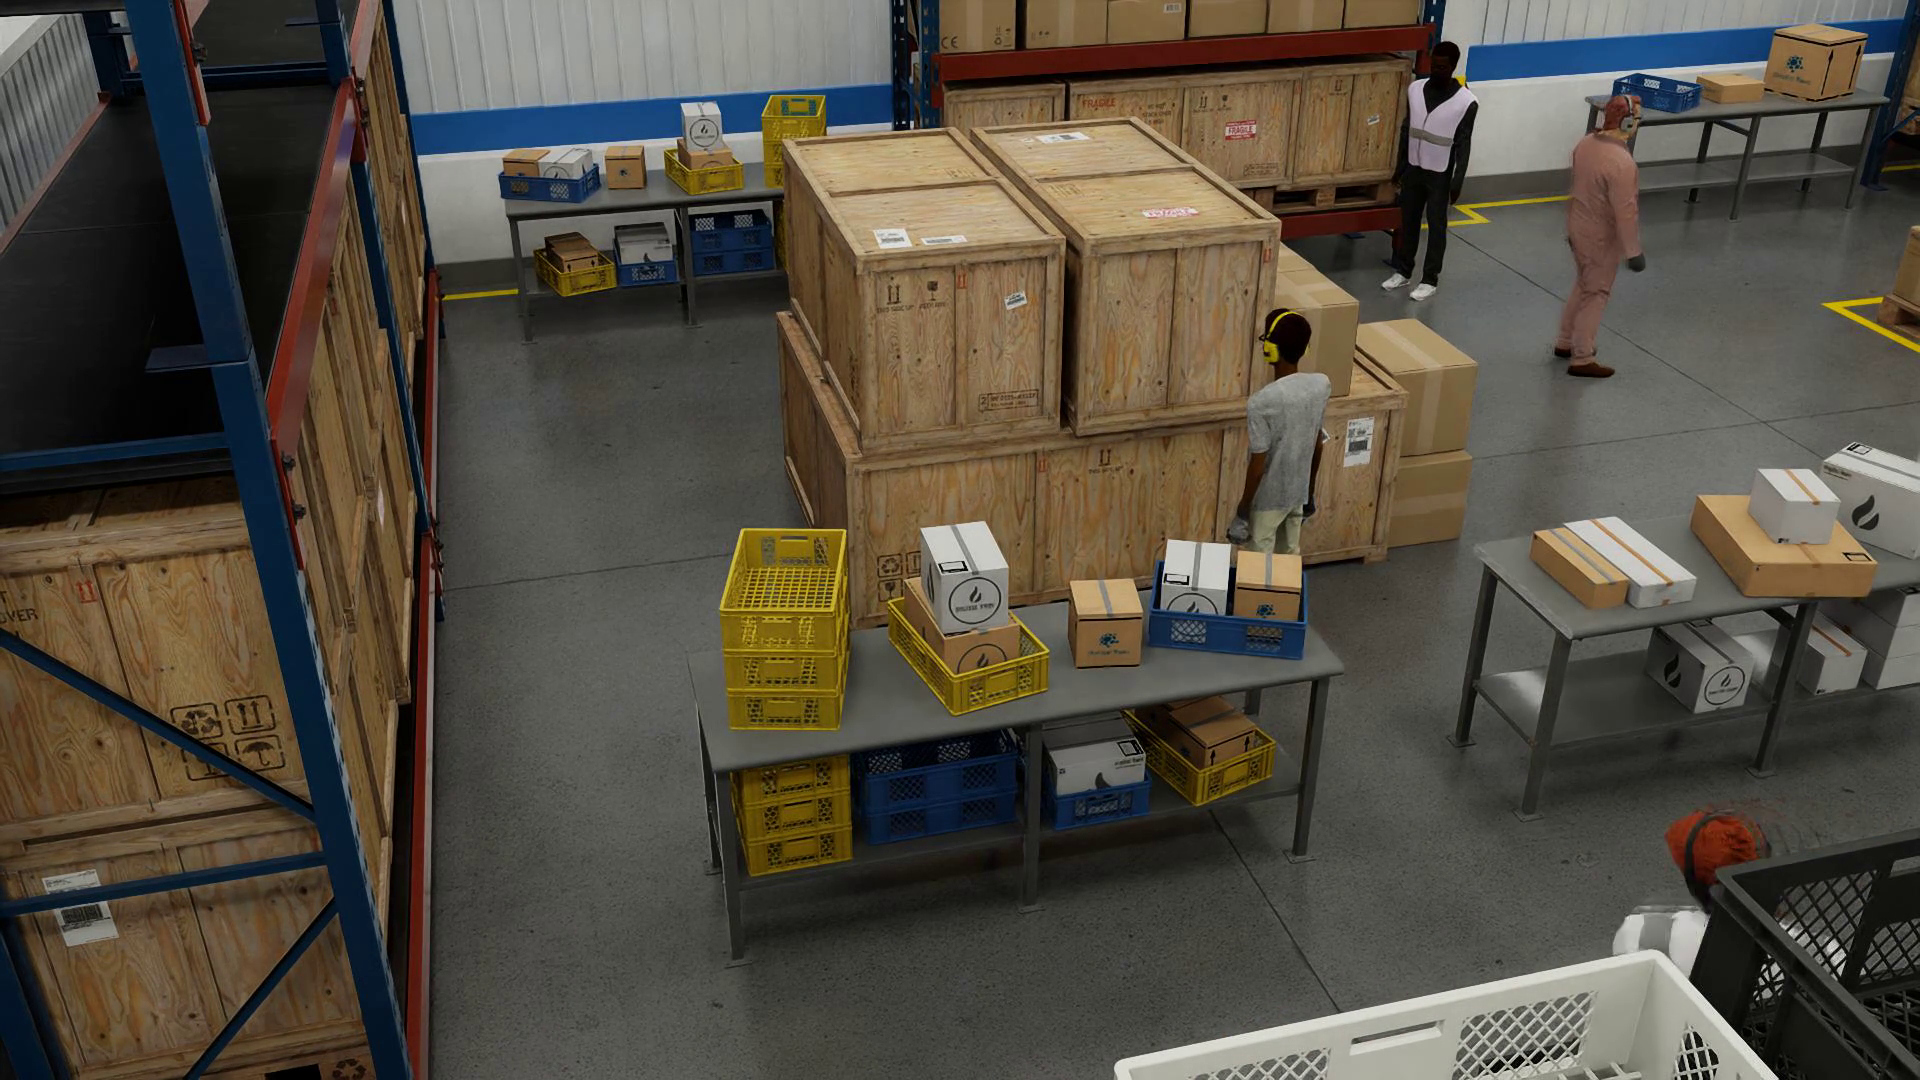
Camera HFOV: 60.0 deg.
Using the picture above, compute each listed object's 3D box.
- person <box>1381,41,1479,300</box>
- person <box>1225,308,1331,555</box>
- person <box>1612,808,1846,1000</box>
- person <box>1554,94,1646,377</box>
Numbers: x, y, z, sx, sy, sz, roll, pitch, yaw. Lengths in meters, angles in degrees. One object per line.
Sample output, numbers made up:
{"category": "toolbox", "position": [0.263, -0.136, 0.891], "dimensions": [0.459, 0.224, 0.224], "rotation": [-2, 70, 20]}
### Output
{"category": "person", "position": [3.520, -2.755, 12.406], "dimensions": [0.401, 1.915, 0.591], "rotation": [-22, 36, -34]}
{"category": "person", "position": [1.469, -0.181, 7.780], "dimensions": [0.535, 1.861, 0.309], "rotation": [-20, 34, -31]}
{"category": "person", "position": [2.037, 1.573, 4.615], "dimensions": [0.621, 1.854, 0.396], "rotation": [16, 33, 26]}
{"category": "person", "position": [4.270, -1.998, 11.042], "dimensions": [0.462, 1.903, 0.669], "rotation": [-1, 29, -1]}
